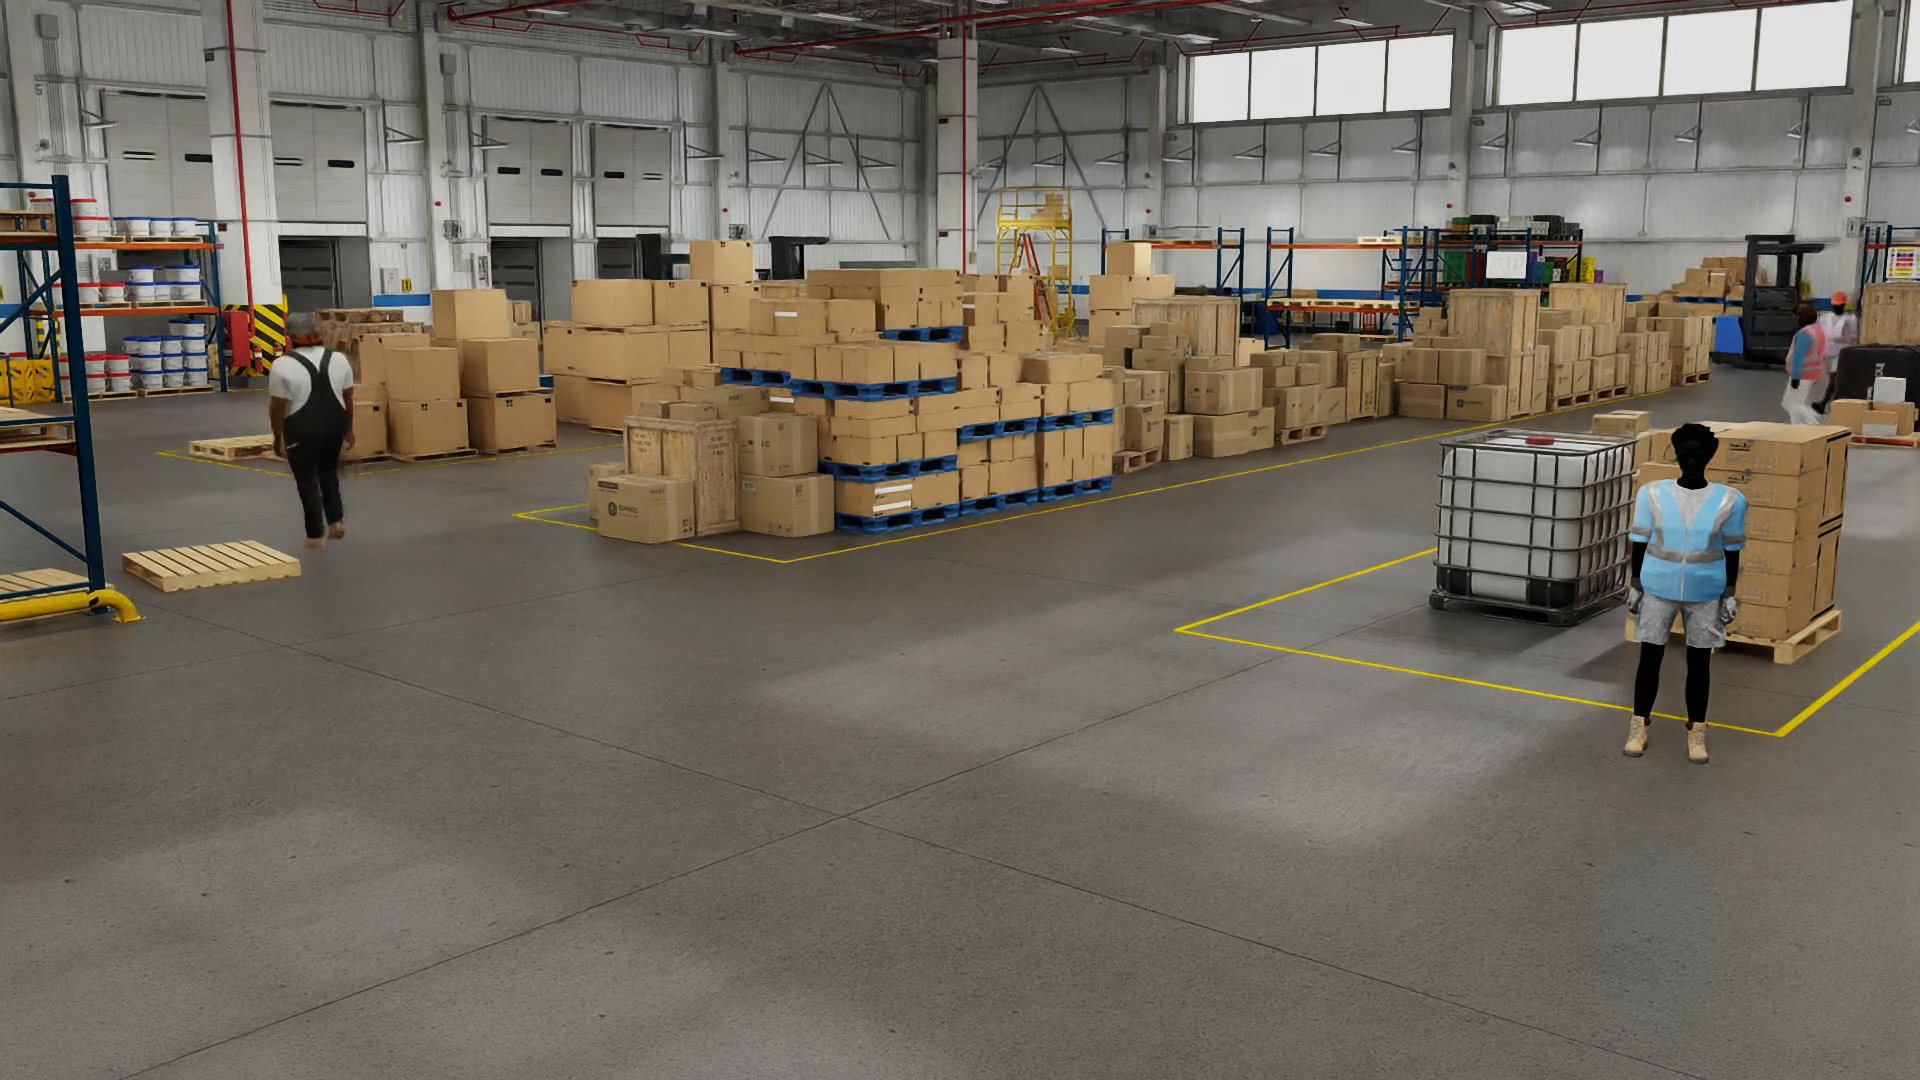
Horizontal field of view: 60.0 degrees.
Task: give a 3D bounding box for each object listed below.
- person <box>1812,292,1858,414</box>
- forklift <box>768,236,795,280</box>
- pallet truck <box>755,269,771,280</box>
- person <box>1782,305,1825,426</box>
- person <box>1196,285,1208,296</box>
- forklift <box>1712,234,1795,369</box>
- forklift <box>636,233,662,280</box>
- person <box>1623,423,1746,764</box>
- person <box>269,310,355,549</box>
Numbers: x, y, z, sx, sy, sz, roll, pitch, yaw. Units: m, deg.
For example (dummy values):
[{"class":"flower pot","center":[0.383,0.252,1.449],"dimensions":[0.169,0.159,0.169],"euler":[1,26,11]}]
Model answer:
[{"class":"person","center":[13.432,-2.871,25.600],"dimensions":[1.034,1.869,0.567],"euler":[-6,12,-32]},{"class":"forklift","center":[-4.268,-5.902,39.996],"dimensions":[1.873,2.768,1.129],"euler":[2,10,13]},{"class":"pallet truck","center":[-4.996,-6.432,45.525],"dimensions":[1.885,1.965,0.823],"euler":[-6,12,-32]},{"class":"person","center":[10.925,-2.124,21.504],"dimensions":[0.484,1.819,0.650],"euler":[9,13,42]},{"class":"person","center":[4.152,-3.504,29.094],"dimensions":[0.767,1.917,0.636],"euler":[-8,13,-38]},{"class":"forklift","center":[17.051,-5.067,35.241],"dimensions":[1.129,2.768,1.873],"euler":[-2,10,-10]},{"class":"forklift","center":[-6.040,-4.600,32.585],"dimensions":[1.873,2.768,1.129],"euler":[-3,10,-15]},{"class":"person","center":[3.587,0.263,8.261],"dimensions":[0.532,1.697,0.319],"euler":[4,11,23]},{"class":"person","center":[-5.524,-0.938,14.119],"dimensions":[0.536,2.000,0.698],"euler":[10,14,43]}]
